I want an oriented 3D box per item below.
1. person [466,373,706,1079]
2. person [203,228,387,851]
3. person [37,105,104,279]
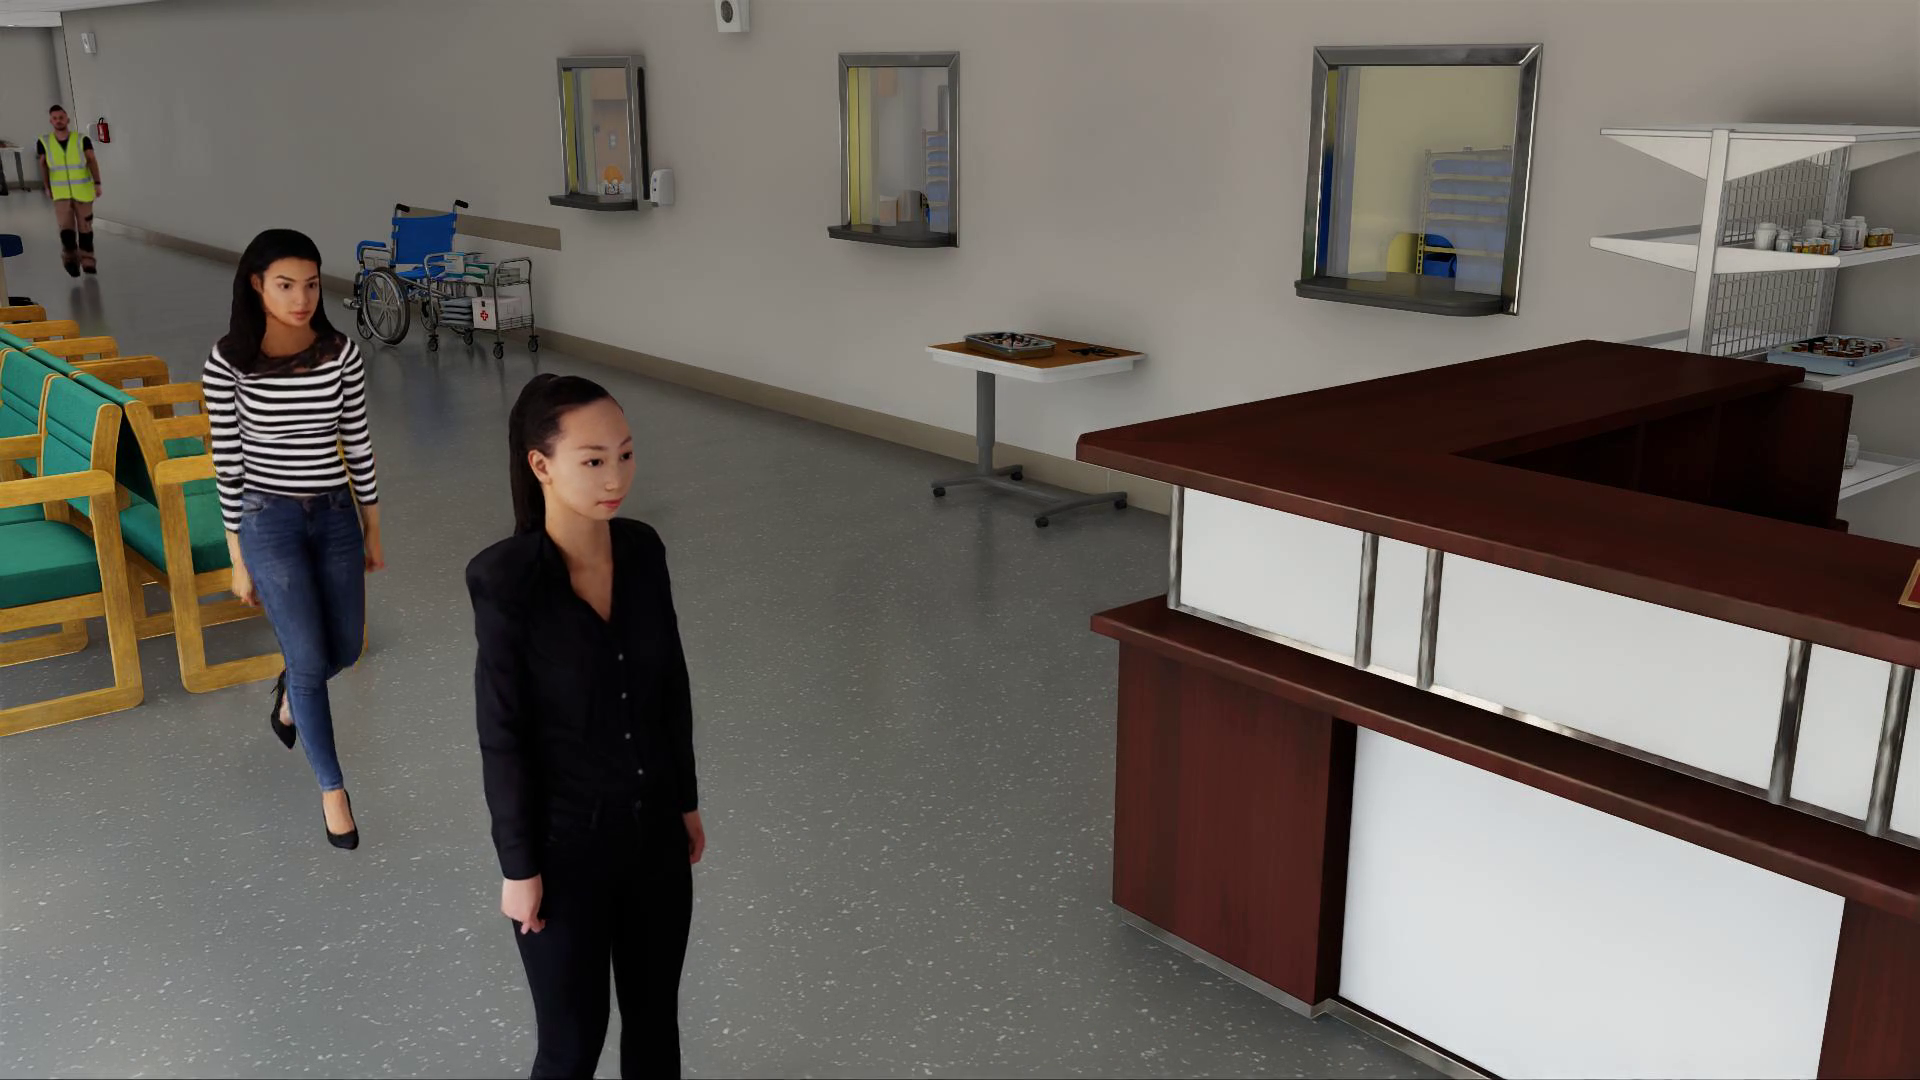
[{"bbox_3d":[-0.644,0.548,2.926,0.668,1.713,0.482,13,20,38],"label":"person"},{"bbox_3d":[-1.922,0.013,4.736,0.841,1.760,0.661,-12,20,-37],"label":"person"},{"bbox_3d":[-9.550,-3.721,17.914,1.133,1.795,0.913,-9,18,-29],"label":"person"}]
